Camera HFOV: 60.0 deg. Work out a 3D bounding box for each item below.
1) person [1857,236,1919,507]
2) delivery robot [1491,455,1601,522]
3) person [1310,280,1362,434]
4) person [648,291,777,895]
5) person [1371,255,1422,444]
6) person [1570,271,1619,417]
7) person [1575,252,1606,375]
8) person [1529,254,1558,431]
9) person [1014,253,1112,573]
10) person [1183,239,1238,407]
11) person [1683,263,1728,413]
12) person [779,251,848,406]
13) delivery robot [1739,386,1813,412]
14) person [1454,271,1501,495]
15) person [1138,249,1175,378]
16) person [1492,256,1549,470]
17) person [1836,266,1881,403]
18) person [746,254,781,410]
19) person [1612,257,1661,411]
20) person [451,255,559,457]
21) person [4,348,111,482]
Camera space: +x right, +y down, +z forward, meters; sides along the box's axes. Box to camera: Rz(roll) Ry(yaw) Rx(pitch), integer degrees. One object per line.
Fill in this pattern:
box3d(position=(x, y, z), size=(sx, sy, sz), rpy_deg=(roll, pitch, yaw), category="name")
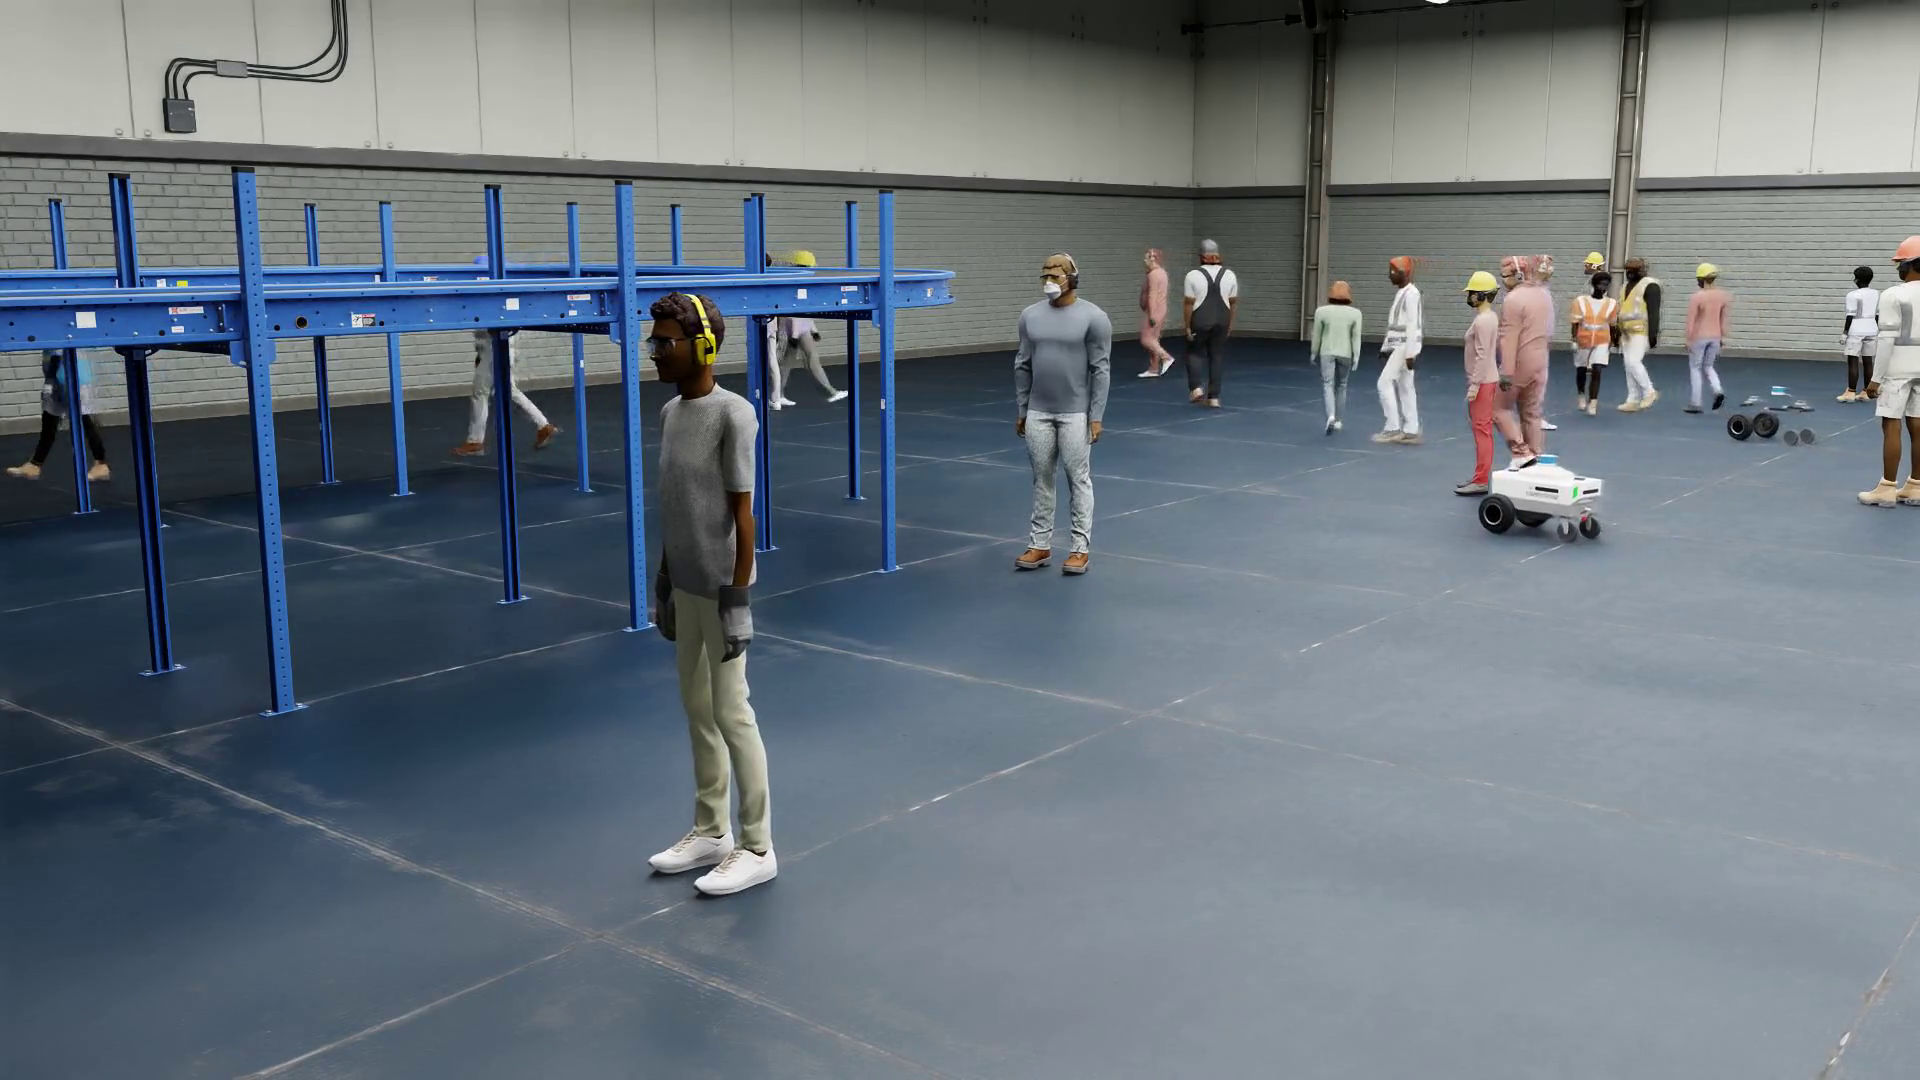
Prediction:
box3d(position=(7.199, -1.281, 12.691), size=(0.611, 2.043, 0.374), rpy_deg=(-3, 11, -16), category="person")
box3d(position=(4.047, -0.347, 11.497), size=(0.477, 0.478, 0.707), rpy_deg=(-8, 13, -36), category="delivery robot")
box3d(position=(3.978, -1.940, 17.565), size=(0.501, 1.599, 0.800), rpy_deg=(1, 10, 4), category="person")
box3d(position=(-0.800, 0.165, 5.205), size=(0.323, 1.863, 0.517), rpy_deg=(-8, 13, -38), category="person")
box3d(position=(4.337, -1.894, 16.600), size=(0.631, 1.862, 0.568), rpy_deg=(2, 10, 12), category="person")
box3d(position=(7.395, -2.314, 19.457), size=(0.527, 1.668, 0.797), rpy_deg=(3, 11, 17), category="person")
box3d(position=(9.523, -3.420, 25.111), size=(0.404, 1.837, 0.592), rpy_deg=(4, 11, 23), category="person")
box3d(position=(6.048, -2.129, 17.879), size=(0.763, 1.872, 0.643), rpy_deg=(7, 12, 33), category="person")
box3d(position=(0.610, -0.773, 10.165), size=(0.630, 1.940, 0.370), rpy_deg=(6, 12, 29), category="person")
box3d(position=(3.020, -2.631, 20.296), size=(0.679, 2.000, 0.543), rpy_deg=(-2, 10, -10), category="person")
box3d(position=(8.708, -2.354, 19.426), size=(0.544, 1.750, 0.433), rpy_deg=(-2, 10, -12), category="person")
box3d(position=(-1.852, -2.561, 20.250), size=(1.009, 1.866, 0.598), rpy_deg=(-2, 10, -9), category="person")
box3d(position=(8.262, -1.438, 16.823), size=(0.335, 0.223, 0.698), rpy_deg=(-6, 12, -30), category="delivery robot")
box3d(position=(4.135, -1.249, 13.277), size=(0.314, 1.769, 0.524), rpy_deg=(4, 11, 23), category="person")
box3d(position=(2.883, -3.326, 24.461), size=(0.502, 1.893, 0.643), rpy_deg=(3, 11, 19), category="person")
box3d(position=(4.713, -1.450, 14.068), size=(0.719, 1.881, 0.444), rpy_deg=(-10, 14, -43), category="person")
box3d(position=(11.251, -2.568, 20.790), size=(0.533, 1.693, 0.319), rpy_deg=(-3, 11, -17), category="person")
box3d(position=(-2.328, -2.459, 19.700), size=(0.326, 1.872, 0.518), rpy_deg=(7, 13, 36), category="person")
box3d(position=(7.979, -2.423, 19.636), size=(0.431, 1.821, 0.662), rpy_deg=(-2, 10, -9), category="person")
box3d(position=(-4.307, -1.737, 15.661), size=(0.957, 1.884, 0.636), rpy_deg=(-2, 10, -12), category="person")
box3d(position=(-7.538, -1.292, 13.784), size=(0.829, 1.653, 0.551), rpy_deg=(-6, 12, -31), category="person")
